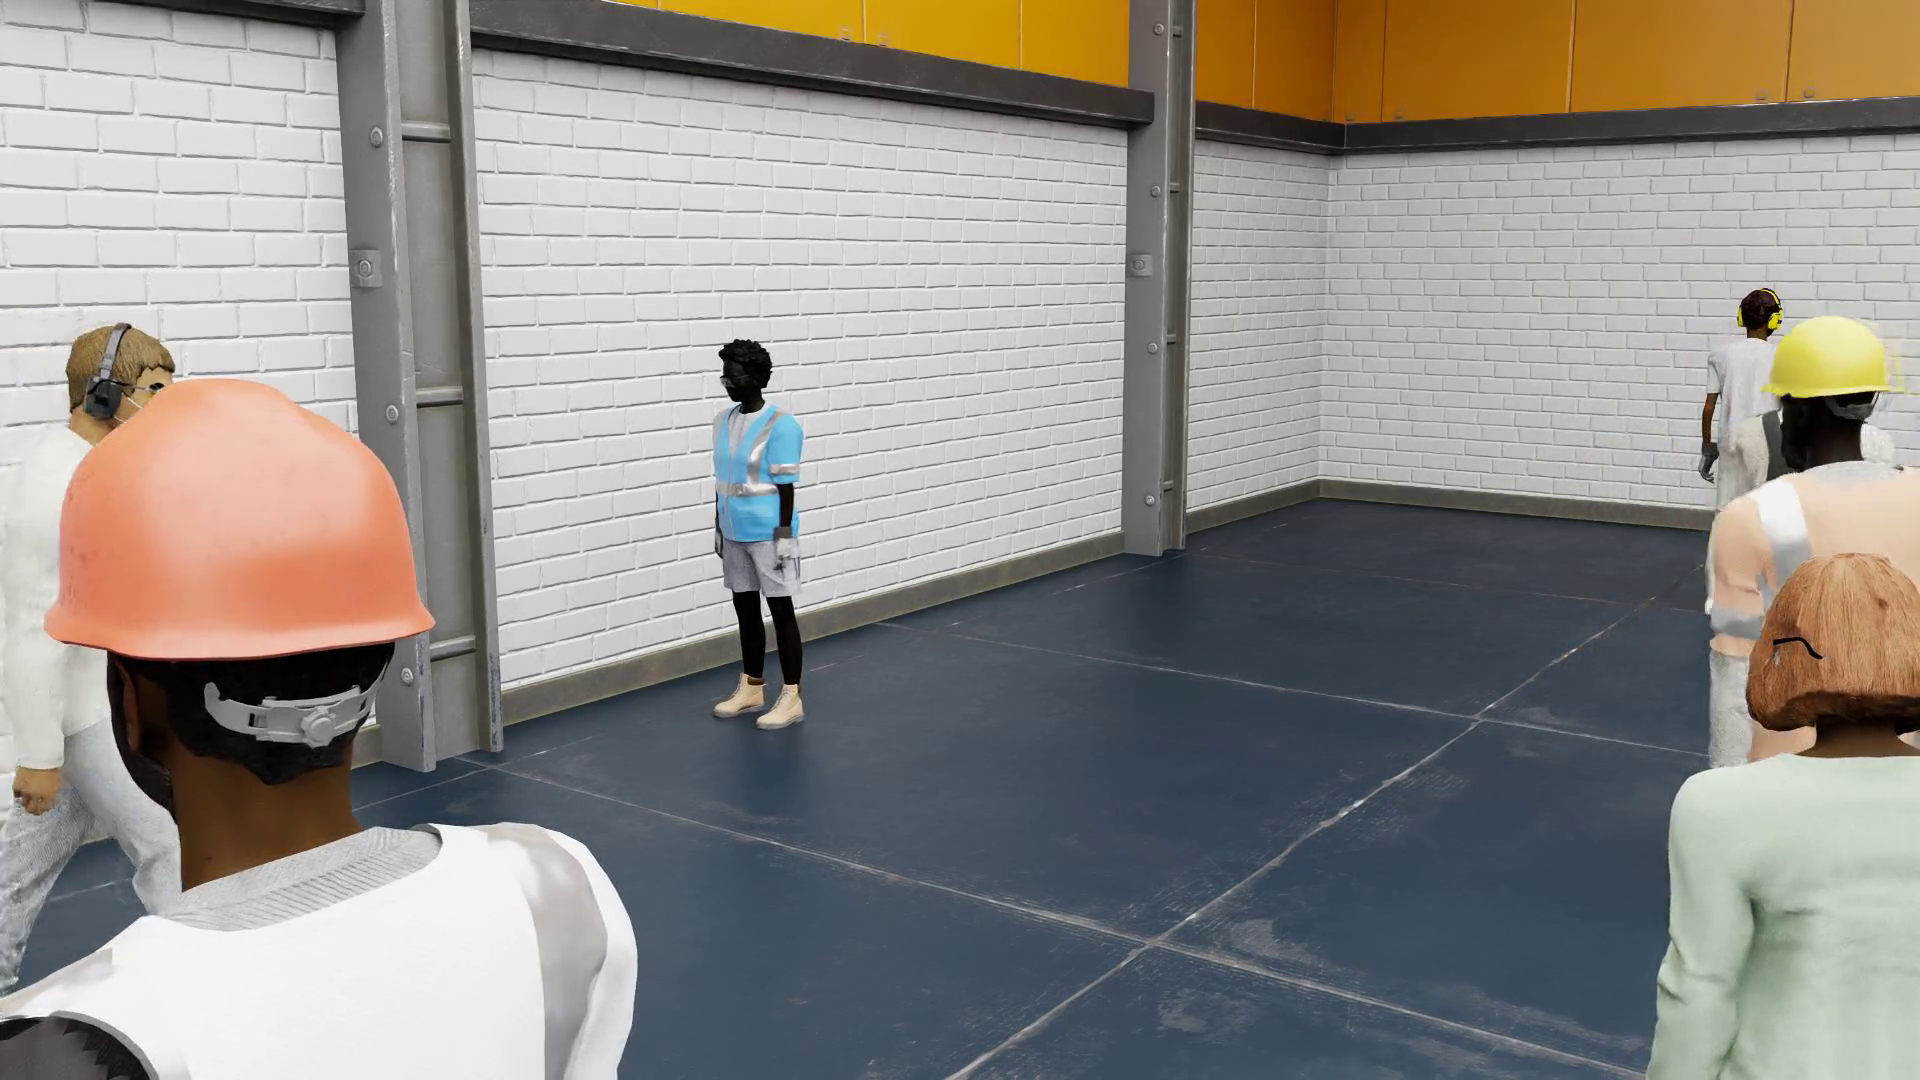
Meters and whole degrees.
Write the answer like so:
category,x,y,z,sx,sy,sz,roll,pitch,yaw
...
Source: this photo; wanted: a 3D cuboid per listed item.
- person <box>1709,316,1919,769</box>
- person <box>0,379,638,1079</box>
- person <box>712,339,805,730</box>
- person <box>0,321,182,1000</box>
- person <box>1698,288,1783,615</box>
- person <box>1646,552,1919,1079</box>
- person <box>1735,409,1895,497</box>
category,x,y,z,sx,sy,sz,roll,pitch,yaw
person,1.926,0.469,3.642,0.587,1.908,0.763,-1,10,-5
person,-0.497,0.848,1.291,0.360,1.939,0.543,7,12,34
person,-0.895,-0.028,7.250,0.531,1.691,0.319,8,13,41
person,-2.035,0.415,4.062,1.042,1.871,0.656,-3,10,-16
person,4.468,-0.483,9.425,0.533,1.870,0.315,9,13,42
person,1.208,0.824,2.341,0.498,1.633,0.285,0,10,-1
person,2.728,0.215,5.396,0.430,1.832,0.507,-7,12,-38
